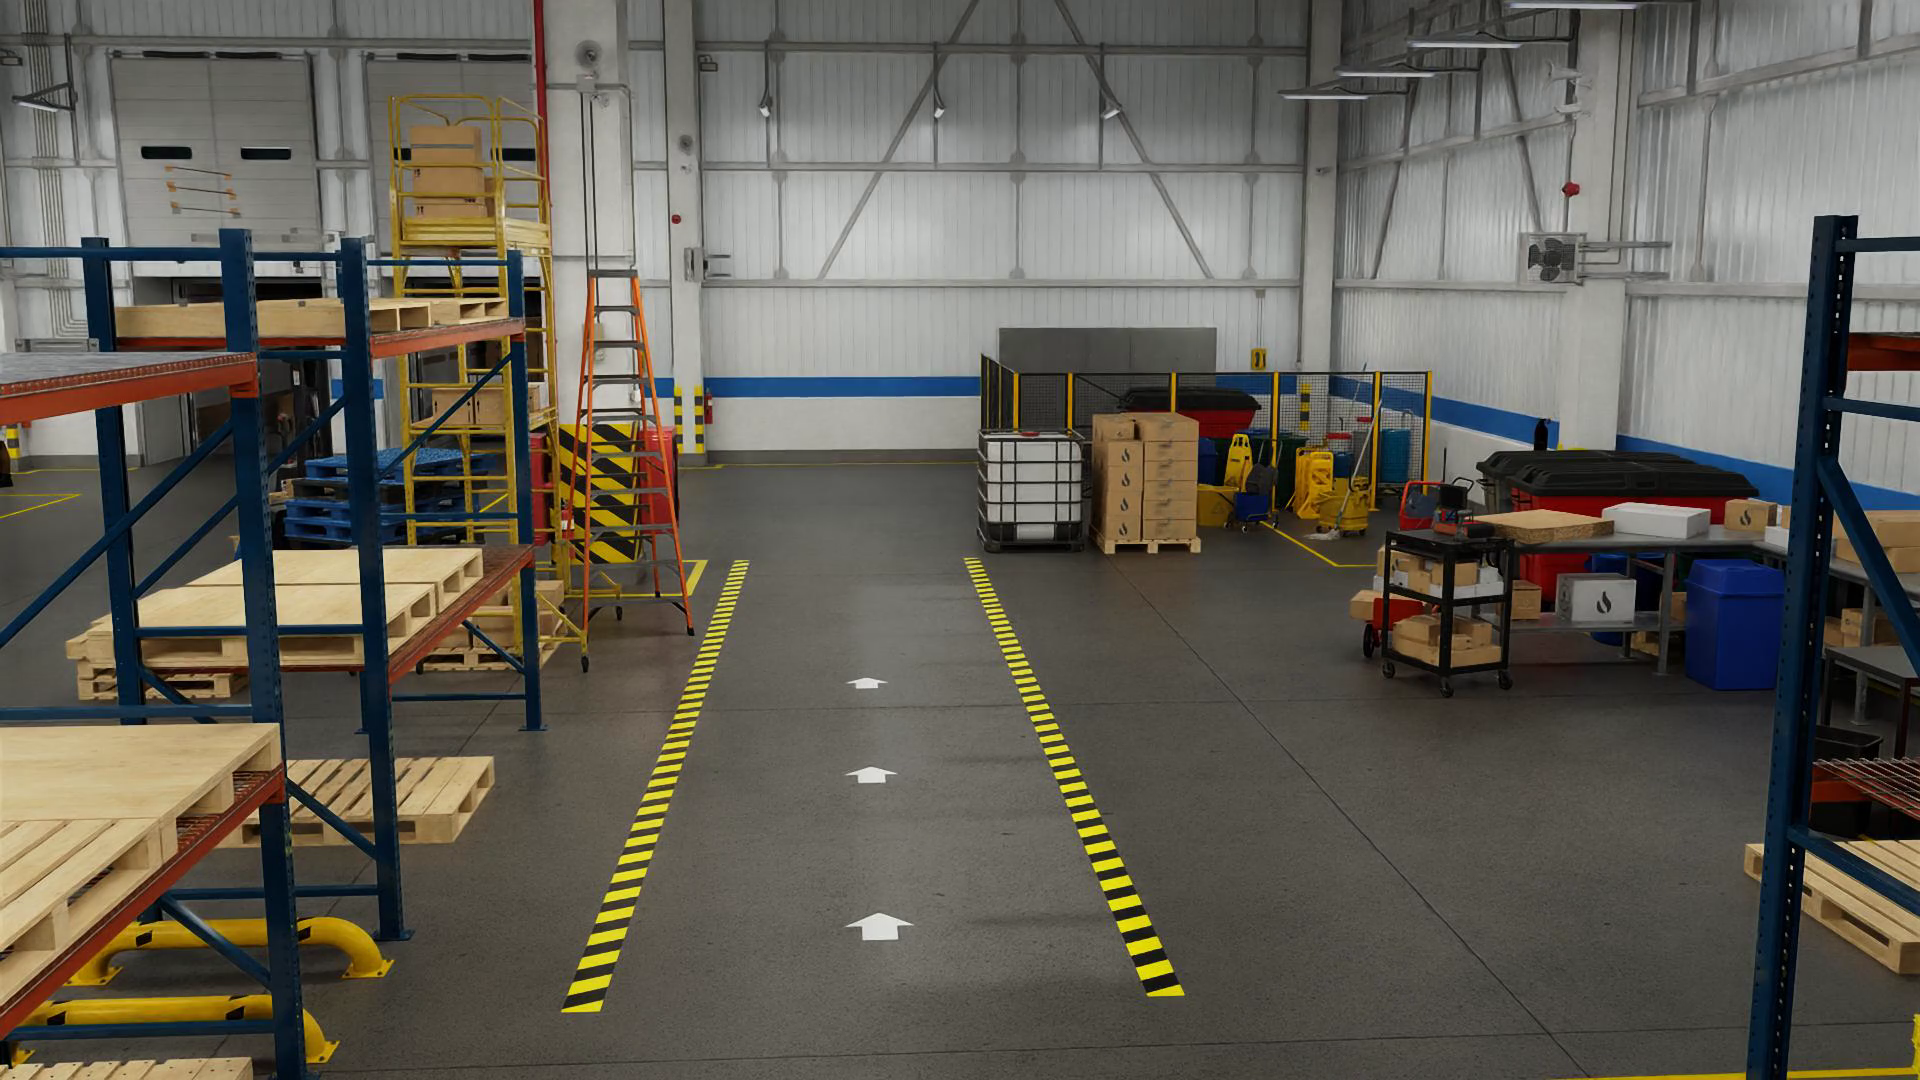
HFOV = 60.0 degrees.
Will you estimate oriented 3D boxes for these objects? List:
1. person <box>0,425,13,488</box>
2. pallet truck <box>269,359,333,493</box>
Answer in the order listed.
[{"bbox_3d":[-13.145,-1.667,22.581,0.389,1.930,0.544,-8,12,-42],"label":"person"},{"bbox_3d":[-7.062,-1.131,18.996,1.885,1.965,0.823,2,9,13],"label":"pallet truck"}]
